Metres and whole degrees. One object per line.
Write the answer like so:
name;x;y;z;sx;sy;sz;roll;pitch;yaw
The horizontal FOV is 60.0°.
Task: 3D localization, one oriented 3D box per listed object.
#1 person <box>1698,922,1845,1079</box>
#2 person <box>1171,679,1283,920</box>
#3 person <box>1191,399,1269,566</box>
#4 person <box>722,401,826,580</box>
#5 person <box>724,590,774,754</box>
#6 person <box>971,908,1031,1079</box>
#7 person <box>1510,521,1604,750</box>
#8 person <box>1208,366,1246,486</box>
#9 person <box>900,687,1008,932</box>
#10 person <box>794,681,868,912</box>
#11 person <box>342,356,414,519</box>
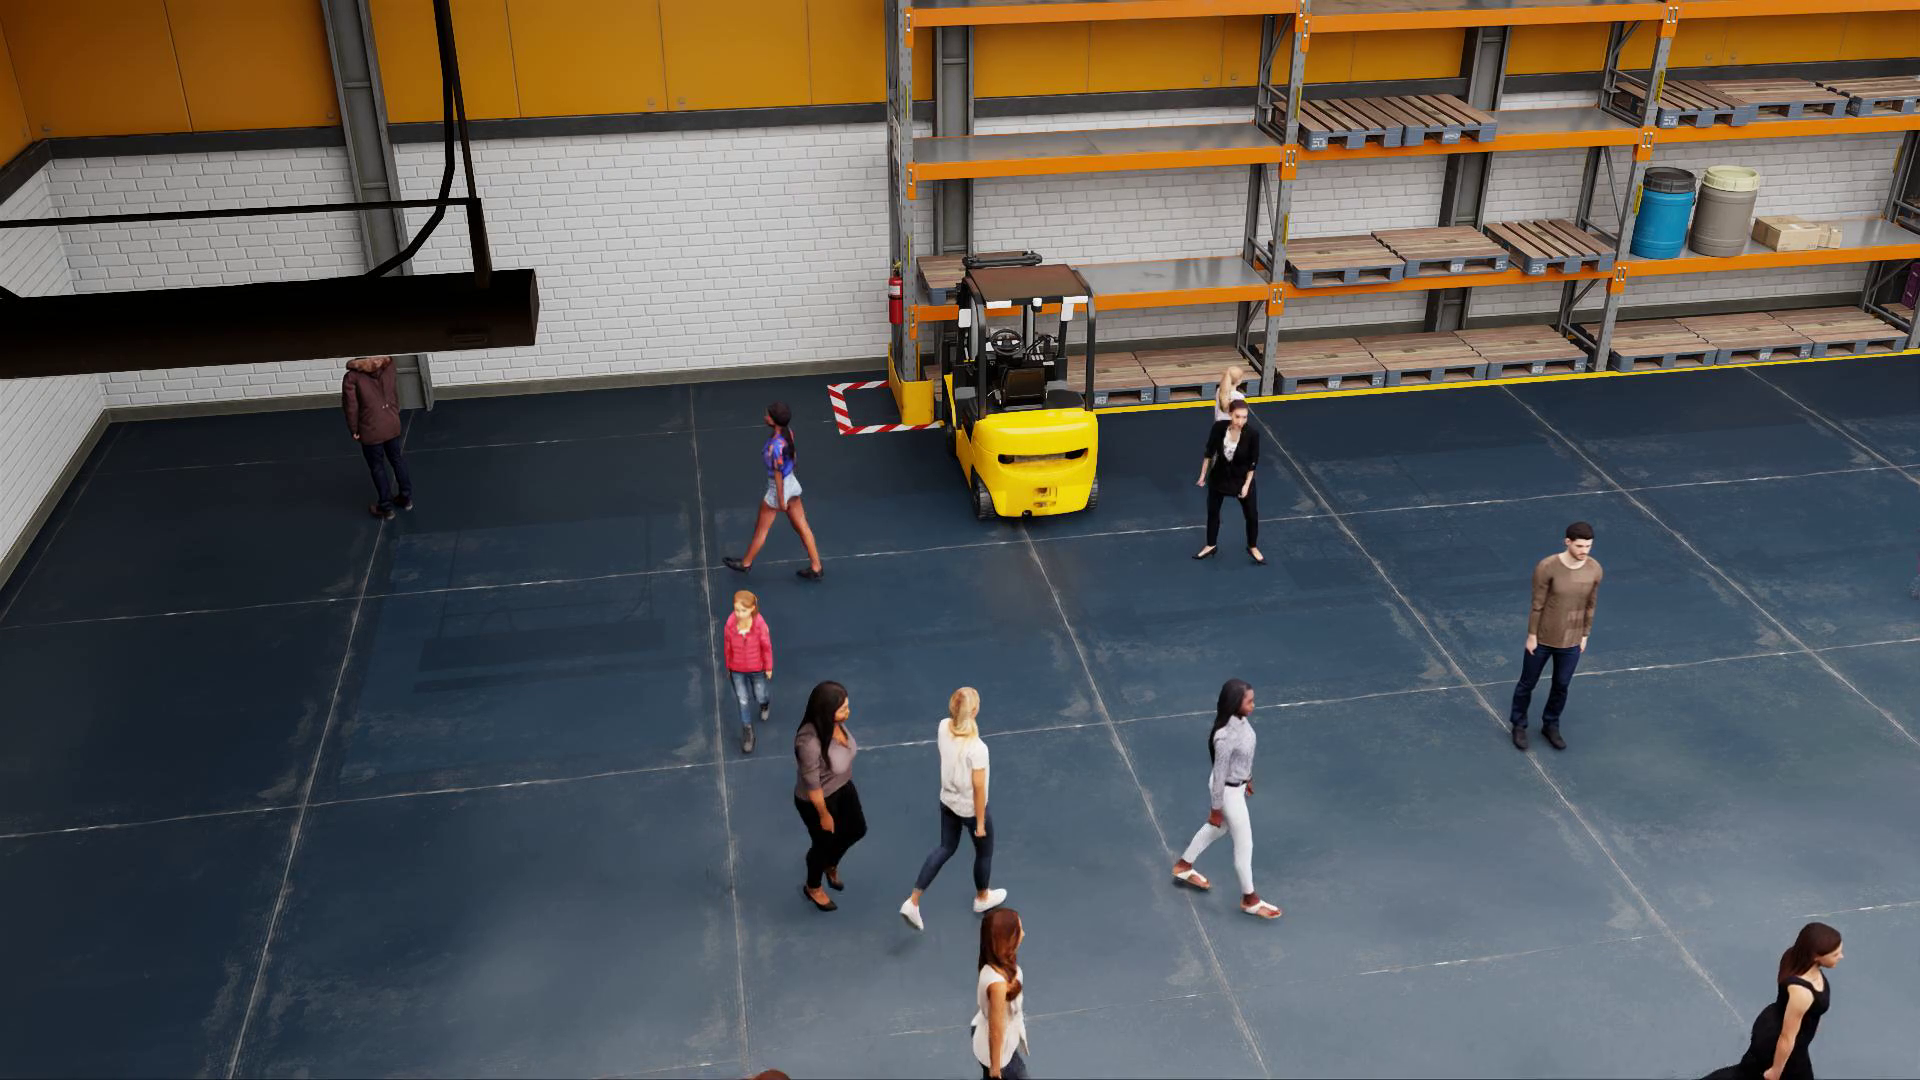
person;4.306;2.676;8.900;1.182;1.659;0.972;10;30;18
person;1.675;1.627;10.781;1.106;1.697;0.957;12;31;21
person;2.381;-0.532;14.797;0.827;1.643;0.962;23;36;35
person;-1.450;-0.386;14.472;1.208;1.696;0.905;7;29;12
person;-1.576;0.931;12.468;0.757;1.305;0.677;2;29;3
person;0.109;2.658;8.815;0.601;1.771;0.627;-2;29;-3
person;4.408;0.689;12.302;0.566;1.888;0.742;-1;29;-1
person;2.597;-1.096;16.213;0.587;1.277;0.637;24;37;37
person;-0.050;1.729;10.502;1.138;1.785;0.952;-23;36;-36
person;-0.958;1.642;10.629;0.817;1.817;0.790;10;30;18
person;-5.468;-1.105;15.637;0.917;1.843;0.857;19;34;30
